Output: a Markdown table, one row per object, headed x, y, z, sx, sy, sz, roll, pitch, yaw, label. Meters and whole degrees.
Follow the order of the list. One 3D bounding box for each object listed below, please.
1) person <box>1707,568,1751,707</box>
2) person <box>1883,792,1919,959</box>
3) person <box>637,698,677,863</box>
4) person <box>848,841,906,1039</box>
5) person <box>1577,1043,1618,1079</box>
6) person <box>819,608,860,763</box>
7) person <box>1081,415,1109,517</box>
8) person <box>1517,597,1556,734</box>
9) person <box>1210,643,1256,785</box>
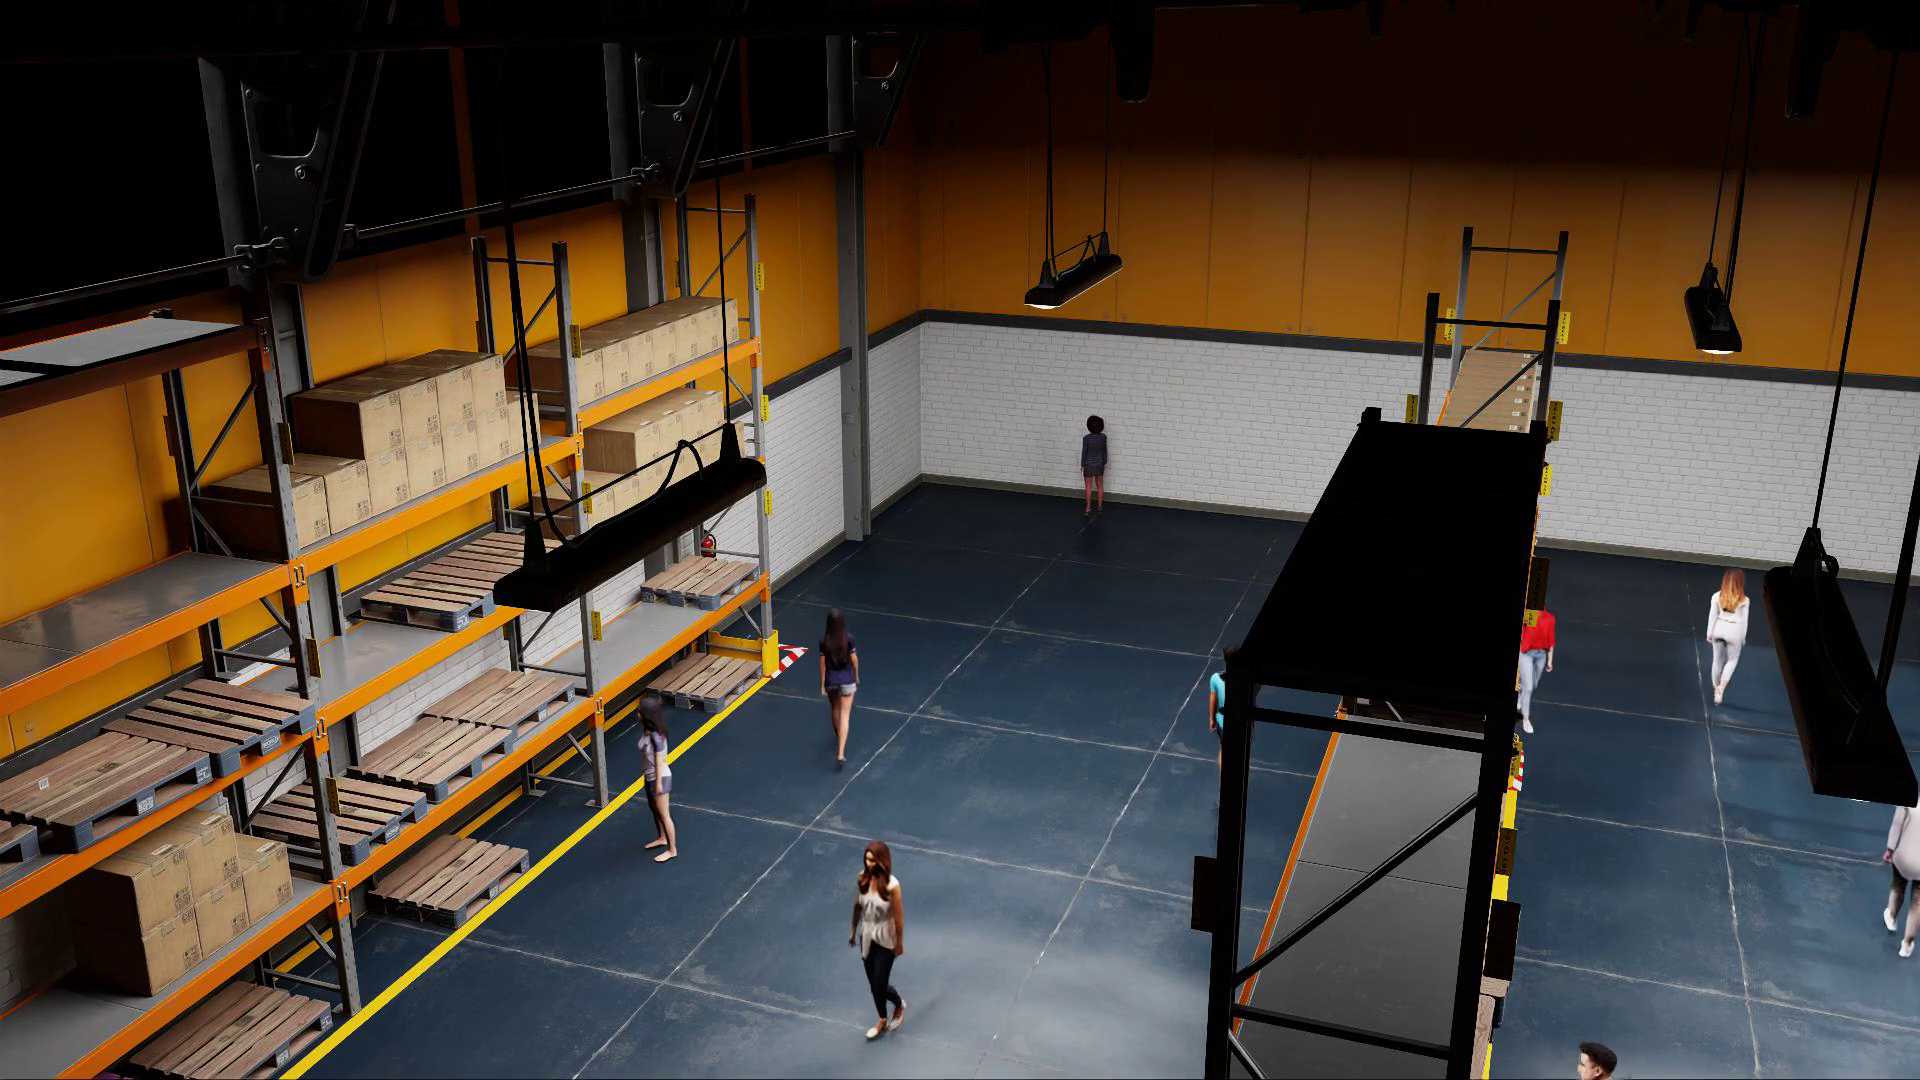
| x | y | z | sx | sy | sz | roll | pitch | yaw | label |
| --- | --- | --- | --- | --- | --- | --- | --- | --- | --- |
| 9.151 | 1.207 | 19.871 | 0.685 | 1.757 | 0.849 | 11 | 22 | 30 | person |
| 8.551 | 2.869 | 14.844 | 0.817 | 1.815 | 0.996 | 11 | 21 | 29 | person |
| -3.020 | 2.354 | 16.548 | 0.709 | 1.704 | 0.659 | -10 | 21 | -26 | person |
| -0.613 | 3.264 | 13.737 | 0.687 | 1.774 | 0.726 | 14 | 23 | 36 | person |
| 4.206 | 4.171 | 10.955 | 0.816 | 1.831 | 0.745 | -11 | 22 | -30 | person |
| -1.347 | 1.651 | 18.602 | 0.776 | 1.726 | 1.181 | 2 | 19 | 5 | person |
| 2.189 | -1.208 | 27.128 | 0.699 | 1.703 | 0.741 | -7 | 20 | -19 | person |
| 6.698 | 1.366 | 19.522 | 0.884 | 1.680 | 1.130 | -1 | 19 | -3 | person |
| 2.890 | 1.967 | 17.615 | 0.660 | 1.756 | 0.976 | 7 | 20 | 20 | person |
